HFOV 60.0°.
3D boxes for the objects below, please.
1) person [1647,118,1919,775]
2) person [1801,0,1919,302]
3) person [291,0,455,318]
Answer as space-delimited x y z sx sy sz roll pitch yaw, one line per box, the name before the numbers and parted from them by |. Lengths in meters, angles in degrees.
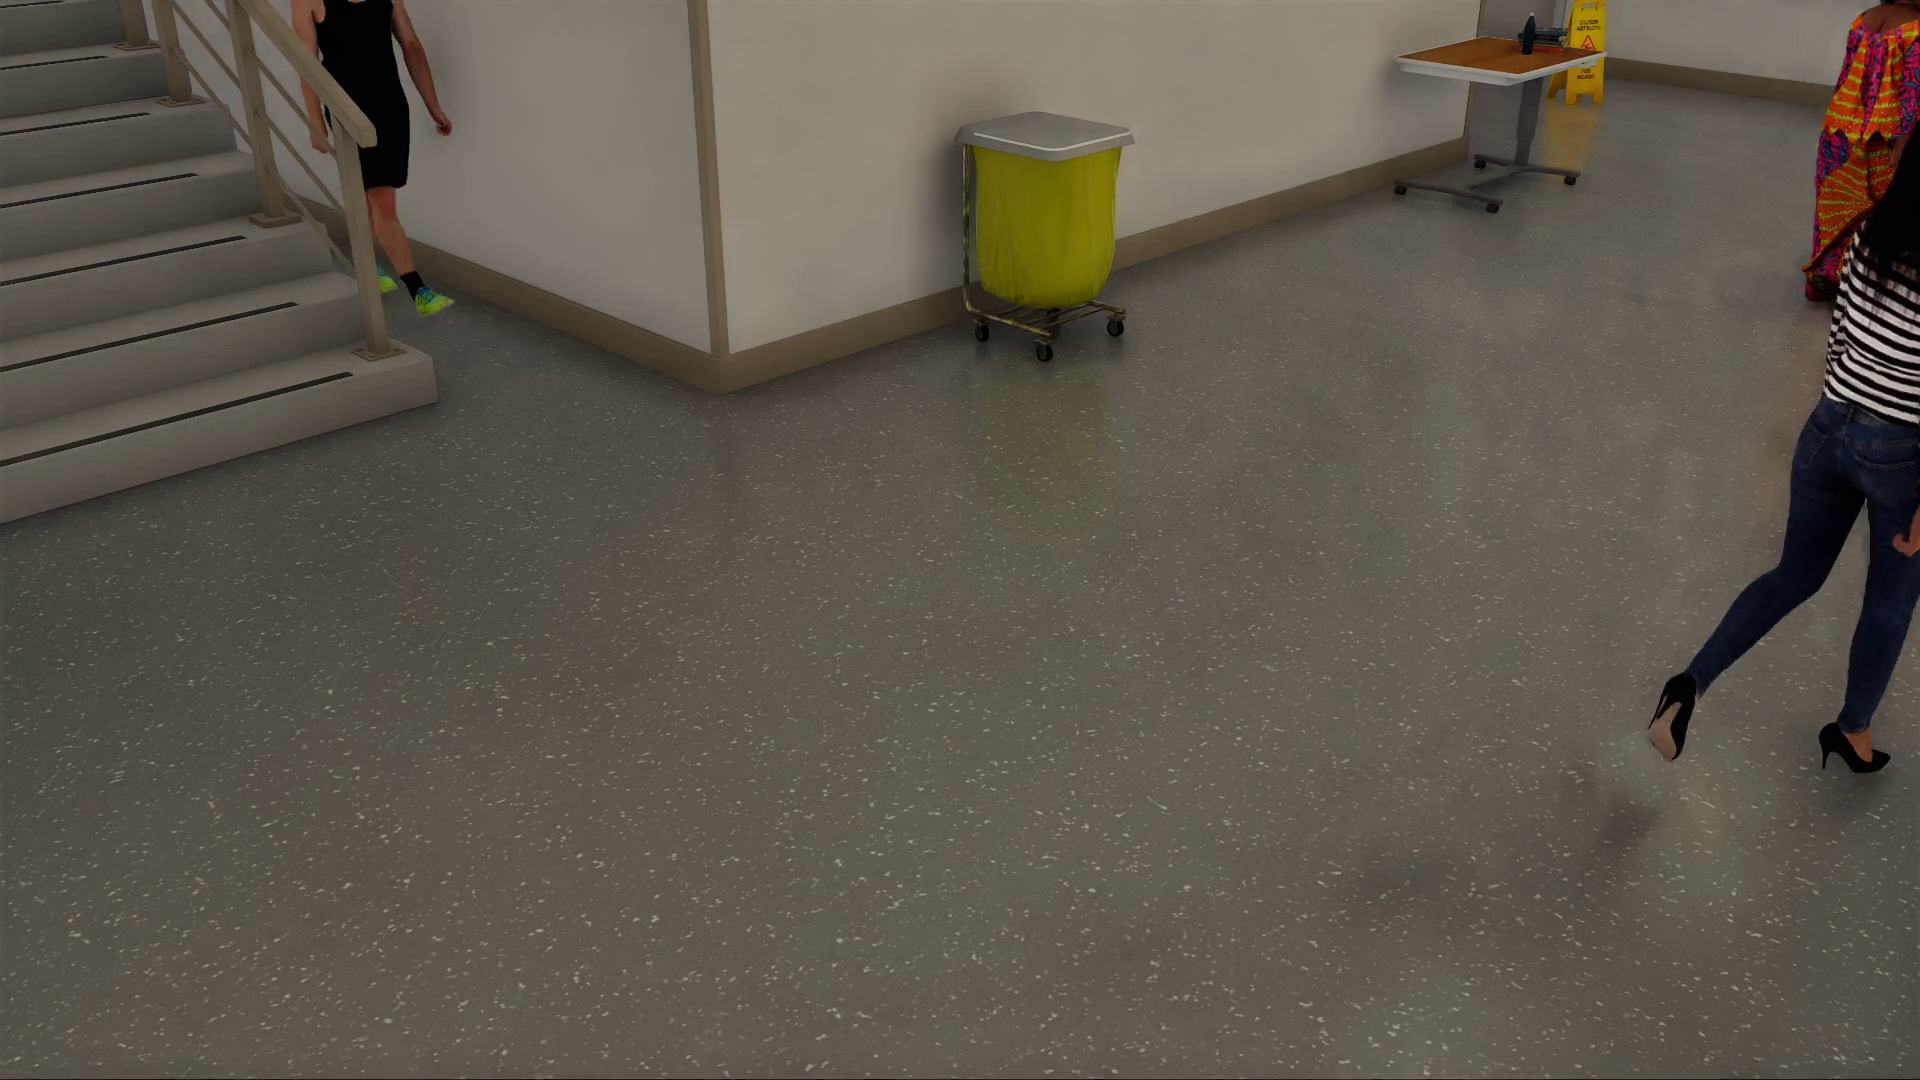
person | 2.109 -0.146 4.006 0.922 1.768 1.049 -9 27 -18
person | 4.244 -1.915 7.803 0.870 1.657 0.837 -8 27 -16
person | -2.775 -1.965 7.696 1.197 1.839 0.740 21 33 37
